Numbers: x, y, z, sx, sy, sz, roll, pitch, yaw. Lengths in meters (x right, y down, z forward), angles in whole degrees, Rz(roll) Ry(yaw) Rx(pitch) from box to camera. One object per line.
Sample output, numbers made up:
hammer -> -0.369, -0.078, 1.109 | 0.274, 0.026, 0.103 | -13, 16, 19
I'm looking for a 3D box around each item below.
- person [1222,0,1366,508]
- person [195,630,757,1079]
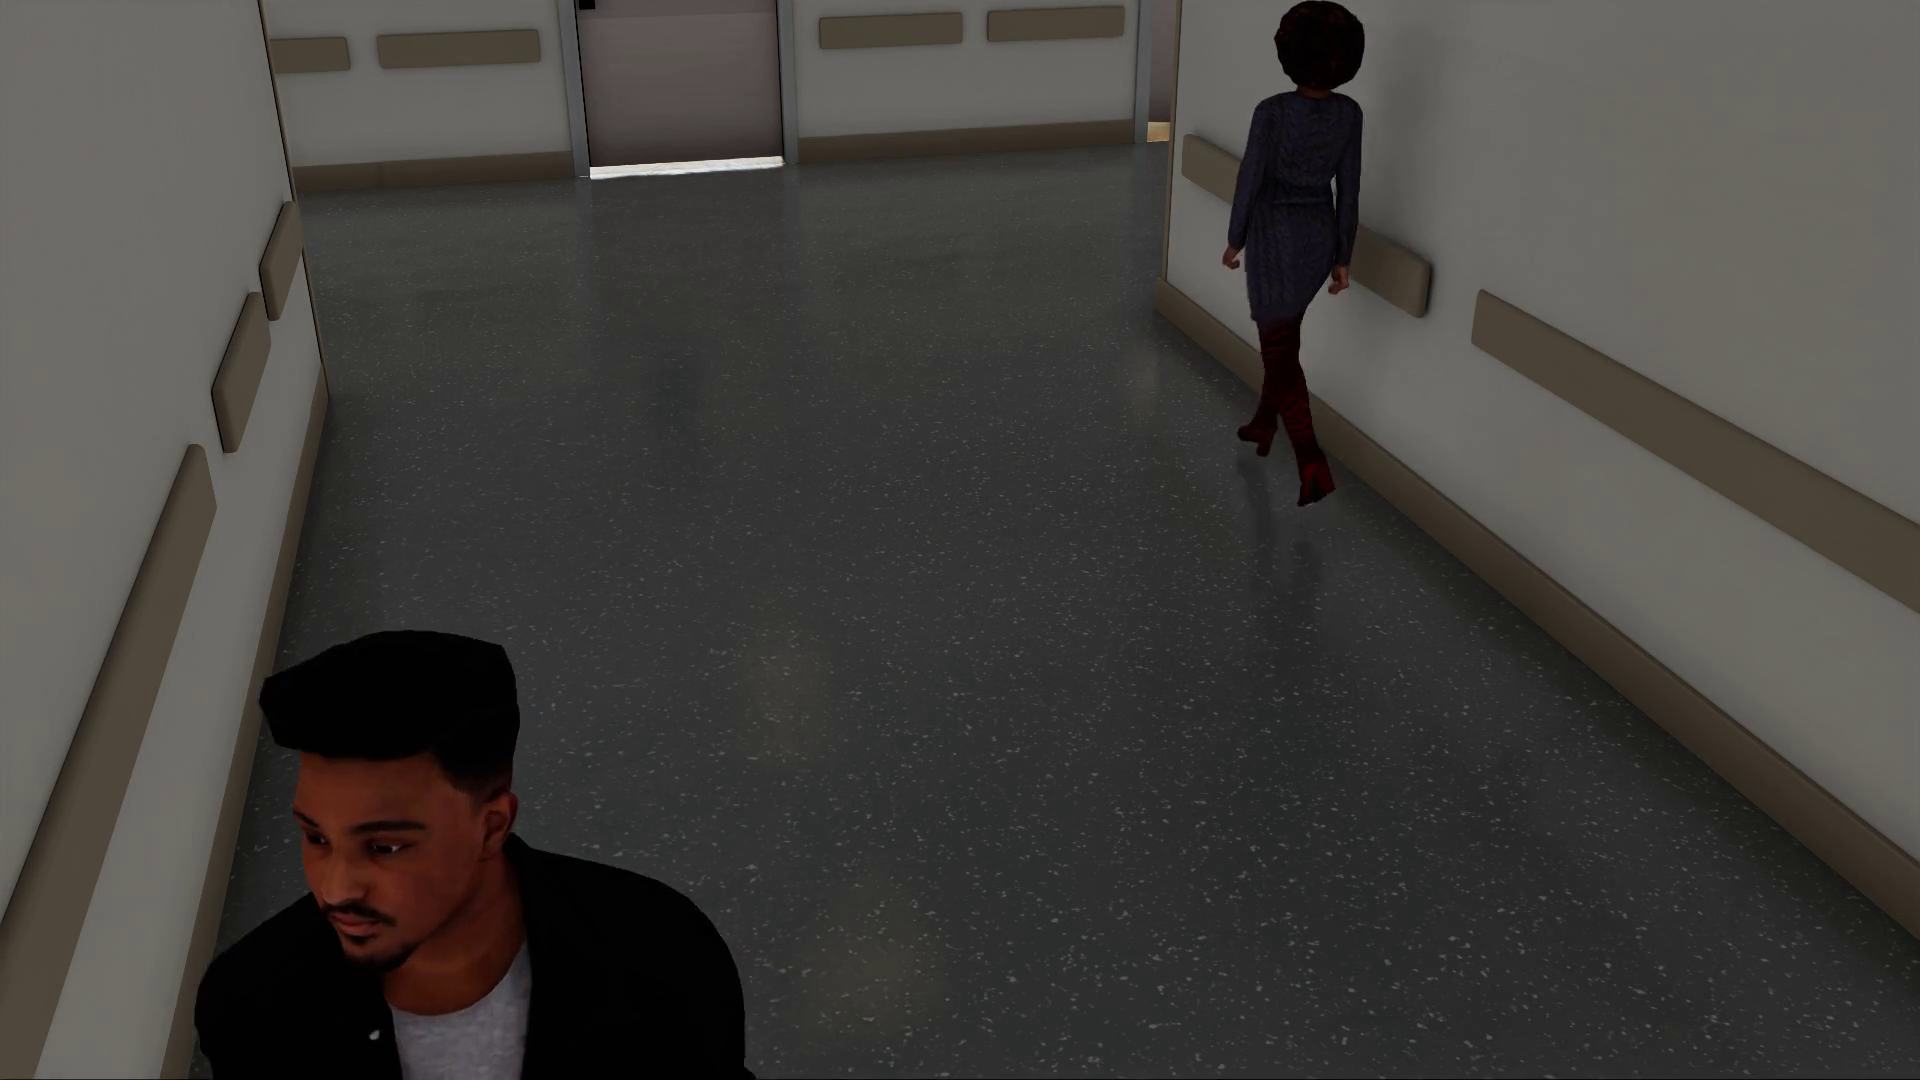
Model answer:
person -> 1.166, -0.924, 5.707 | 1.049, 1.670, 0.619 | -7, 27, -13
person -> -0.483, 0.842, 1.926 | 1.201, 1.773, 0.992 | 1, 26, 3
